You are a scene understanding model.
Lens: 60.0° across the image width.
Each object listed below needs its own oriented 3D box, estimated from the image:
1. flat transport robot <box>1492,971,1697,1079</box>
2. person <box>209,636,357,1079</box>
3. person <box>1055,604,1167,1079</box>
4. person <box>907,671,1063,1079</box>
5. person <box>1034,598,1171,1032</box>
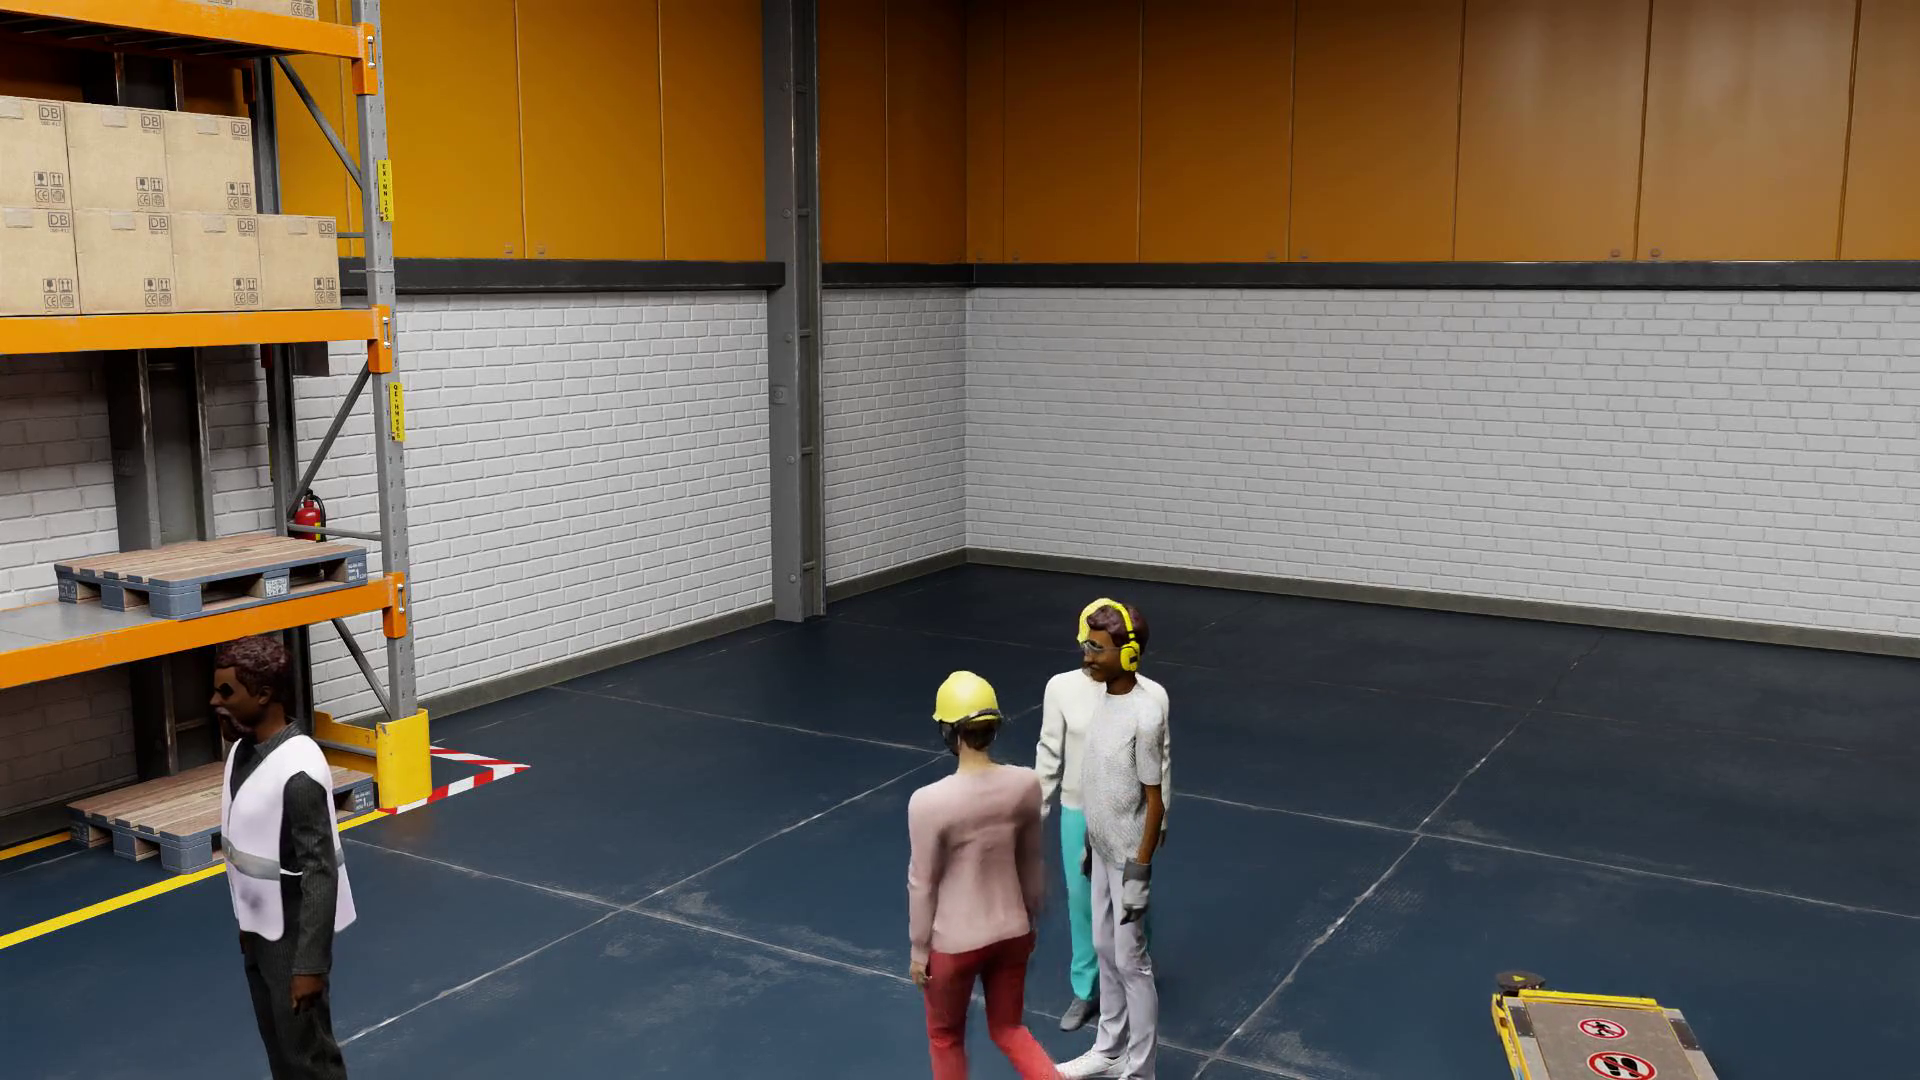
[{"bbox_3d":[2.349,1.945,5.985,0.652,0.197,1.431,2,9,10],"label":"flat transport robot"},{"bbox_3d":[-2.137,1.237,5.280,0.375,1.917,0.598,-8,12,-39],"label":"person"},{"bbox_3d":[0.557,1.143,6.024,0.329,1.871,0.510,-3,10,-18],"label":"person"},{"bbox_3d":[0.113,1.306,5.427,0.523,1.738,0.688,-7,11,-35],"label":"person"},{"bbox_3d":[0.575,1.089,6.711,0.547,1.757,0.454,4,10,24],"label":"person"}]
